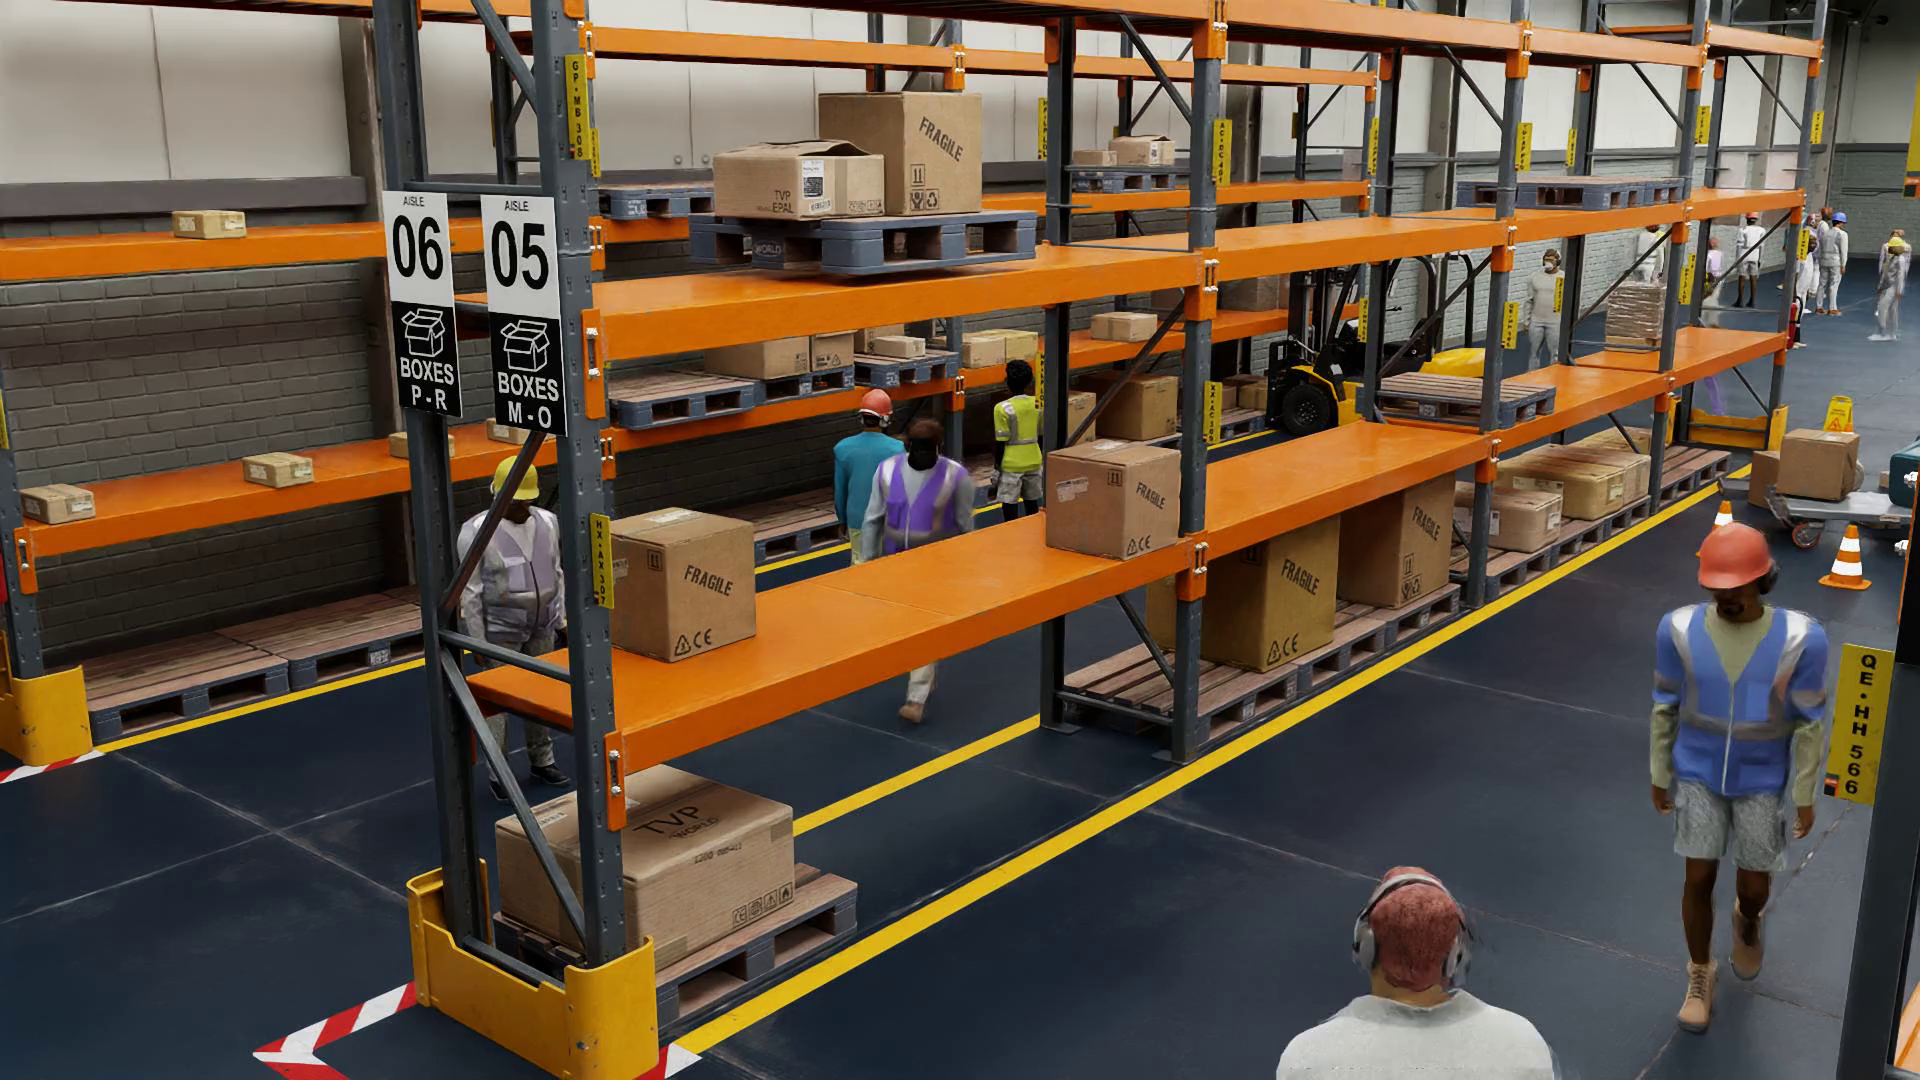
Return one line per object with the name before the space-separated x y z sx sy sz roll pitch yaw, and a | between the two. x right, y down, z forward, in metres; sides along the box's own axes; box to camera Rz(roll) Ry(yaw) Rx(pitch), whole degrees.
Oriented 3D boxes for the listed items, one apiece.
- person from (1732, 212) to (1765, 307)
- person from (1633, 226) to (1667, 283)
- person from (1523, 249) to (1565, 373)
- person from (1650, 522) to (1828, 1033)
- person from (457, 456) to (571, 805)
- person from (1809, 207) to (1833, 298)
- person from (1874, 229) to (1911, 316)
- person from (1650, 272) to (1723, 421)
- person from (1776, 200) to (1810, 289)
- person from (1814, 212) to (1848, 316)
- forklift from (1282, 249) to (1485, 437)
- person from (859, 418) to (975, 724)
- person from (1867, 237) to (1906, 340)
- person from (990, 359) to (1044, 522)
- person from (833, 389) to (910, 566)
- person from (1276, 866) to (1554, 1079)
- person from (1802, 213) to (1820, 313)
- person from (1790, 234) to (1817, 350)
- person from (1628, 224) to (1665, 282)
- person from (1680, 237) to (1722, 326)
person | 15.664 -5.597 33.078 0.552 1.932 0.377 -1 14 -2
person | 13.296 -5.310 32.086 0.563 1.848 0.389 1 14 5
person | 7.725 -2.856 21.909 0.631 1.940 0.372 9 17 33
person | 2.994 0.897 6.461 0.630 2.017 0.583 9 16 31
person | -2.297 0.452 8.680 0.404 1.822 0.586 13 19 42
person | 18.146 -6.063 35.084 0.358 1.882 0.574 3 14 13
person | 17.637 -5.041 31.429 0.514 1.637 0.315 8 16 31
person | 8.670 -2.242 19.636 0.919 1.831 0.516 4 14 17
person | 18.427 -6.538 36.705 0.392 2.033 0.605 -6 15 -25
person | 16.581 -5.240 31.613 0.395 1.940 0.601 -6 15 -23
forklift | 4.886 -2.214 18.767 2.313 2.155 1.214 11 18 38
person | -0.283 0.175 9.873 0.648 1.788 0.930 5 15 20
person | 15.461 -4.184 27.760 0.624 1.729 0.492 4 14 15
person | 0.457 -0.580 13.139 0.540 1.696 0.316 -12 18 -40
person | -0.566 -0.151 11.277 0.571 1.751 0.329 4 14 14
person | 0.978 1.630 3.829 0.641 1.845 1.053 -1 14 -3
person | 16.329 -5.330 32.068 0.399 1.900 0.644 4 14 18
person | 13.474 -3.974 26.685 0.503 1.837 0.350 -12 18 -39
person | 12.847 -5.073 31.090 0.684 1.857 0.593 -10 17 -35
person | 13.222 -4.560 29.527 0.519 1.609 0.756 -6 15 -23
